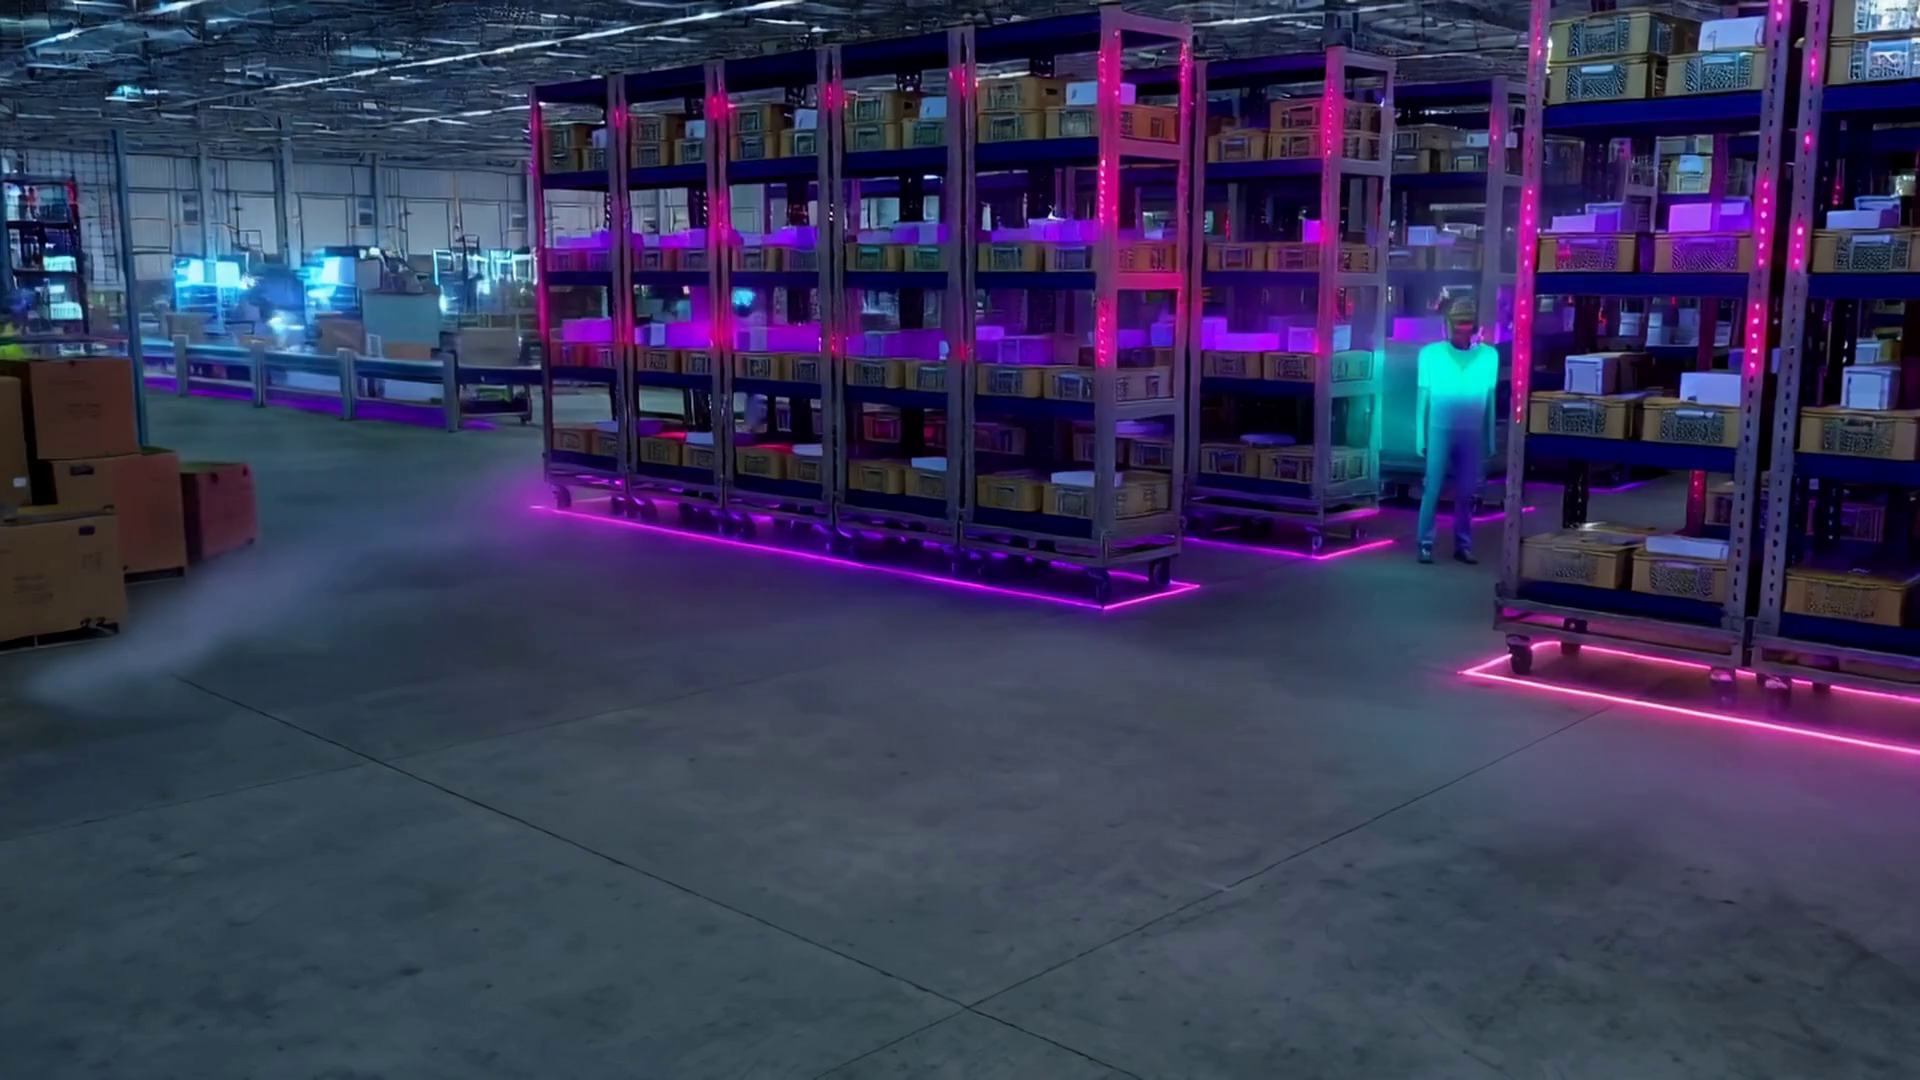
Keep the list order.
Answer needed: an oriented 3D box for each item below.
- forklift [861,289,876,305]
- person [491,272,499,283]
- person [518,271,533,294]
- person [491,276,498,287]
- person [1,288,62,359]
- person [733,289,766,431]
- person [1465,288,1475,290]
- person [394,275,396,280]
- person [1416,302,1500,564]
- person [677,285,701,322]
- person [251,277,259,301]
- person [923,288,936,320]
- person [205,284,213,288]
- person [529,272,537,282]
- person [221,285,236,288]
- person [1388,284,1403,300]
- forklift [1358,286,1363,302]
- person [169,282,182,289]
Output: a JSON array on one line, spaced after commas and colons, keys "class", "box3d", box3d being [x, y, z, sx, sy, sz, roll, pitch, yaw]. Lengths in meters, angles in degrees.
[{"class": "forklift", "box3d": [-3.430, -11.294, 73.193, 1.873, 2.768, 1.129, 9, 13, 43]}, {"class": "person", "box3d": [-23.842, -12.788, 85.323, 0.658, 1.904, 0.457, 7, 12, 38]}, {"class": "person", "box3d": [-15.926, -8.938, 61.315, 1.015, 2.000, 0.685, -3, 10, -15]}, {"class": "person", "box3d": [-21.975, -11.612, 78.618, 0.295, 1.743, 0.492, -8, 12, -40]}, {"class": "person", "box3d": [-8.327, -1.295, 14.871, 0.651, 1.904, 0.403, 4, 10, 24]}, {"class": "person", "box3d": [-2.717, -2.283, 21.182, 0.624, 1.817, 0.459, 8, 12, 41]}, {"class": "person", "box3d": [20.474, -9.735, 66.593, 0.392, 1.914, 0.587, -8, 12, -40]}, {"class": "person", "box3d": [-22.726, -9.759, 66.966, 0.504, 1.836, 0.849, 2, 9, 12]}, {"class": "person", "box3d": [3.487, -0.748, 11.708, 0.564, 1.842, 0.393, 0, 9, 1]}, {"class": "person", "box3d": [-5.457, -4.296, 33.775, 0.542, 1.746, 0.372, -3, 10, -17]}, {"class": "person", "box3d": [-27.445, -9.366, 64.816, 0.525, 1.755, 0.367, 8, 12, 42]}, {"class": "person", "box3d": [-0.835, -6.110, 44.620, 0.404, 1.830, 0.588, 1, 9, 4]}, {"class": "person", "box3d": [-37.184, -12.200, 82.376, 0.533, 1.693, 0.319, 6, 11, 33]}, {"class": "person", "box3d": [-21.984, -12.797, 85.343, 0.765, 1.912, 0.651, 4, 10, 22]}, {"class": "person", "box3d": [-26.465, -8.674, 59.984, 0.654, 1.934, 1.029, -1, 9, -5]}, {"class": "person", "box3d": [12.464, -6.572, 47.312, 0.648, 1.886, 1.049, -5, 10, -27]}, {"class": "forklift", "box3d": [11.100, -7.017, 46.970, 1.873, 2.768, 1.129, 9, 13, 43]}, {"class": "person", "box3d": [-22.028, -6.597, 47.033, 0.610, 2.024, 0.607, -2, 9, -10]}]
